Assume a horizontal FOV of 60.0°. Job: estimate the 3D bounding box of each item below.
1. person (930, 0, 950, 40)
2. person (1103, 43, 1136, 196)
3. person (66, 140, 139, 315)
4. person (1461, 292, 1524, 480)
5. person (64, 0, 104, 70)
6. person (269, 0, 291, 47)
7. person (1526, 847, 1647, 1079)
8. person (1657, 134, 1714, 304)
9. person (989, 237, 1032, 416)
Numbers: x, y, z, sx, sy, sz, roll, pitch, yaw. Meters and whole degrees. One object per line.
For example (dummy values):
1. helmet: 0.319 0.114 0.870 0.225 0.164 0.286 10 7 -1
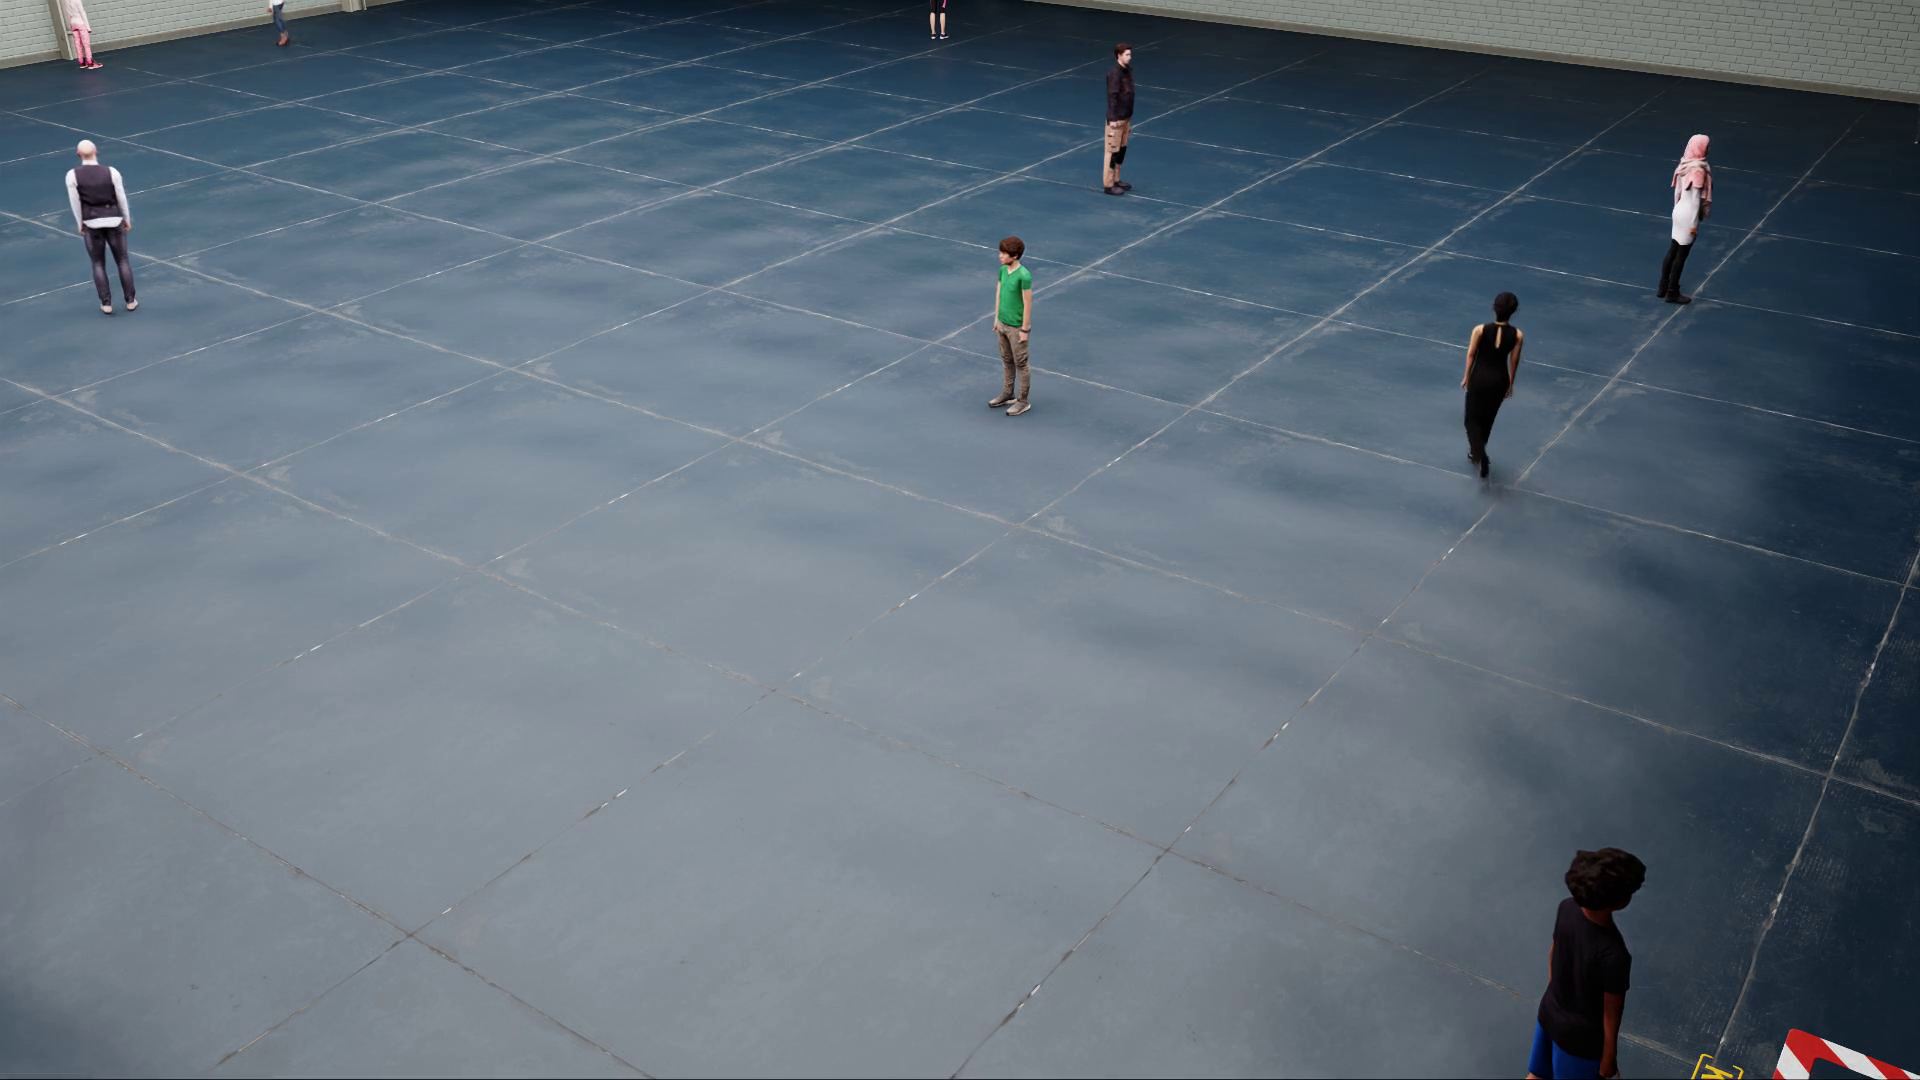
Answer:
1. person: -0.411 -10.387 31.355 0.662 1.786 0.620 8 28 15
2. person: 2.075 -5.517 21.749 0.803 1.923 0.589 12 29 21
3. person: -9.041 -3.309 17.573 0.691 1.820 0.832 -16 31 -28
4. person: 4.405 -1.260 13.856 0.888 1.581 1.032 1 27 2
5. person: -15.361 -8.976 28.990 0.594 1.443 0.577 9 29 17
6. person: -12.649 -9.921 30.816 0.697 1.453 0.620 0 27 -1
7. person: 2.647 2.072 7.144 0.765 1.800 0.716 -7 28 -13
8. person: 7.802 -3.457 17.879 0.798 1.804 0.716 0 27 -1
9. person: 0.497 -1.969 15.155 0.626 1.651 0.654 -19 33 -32
